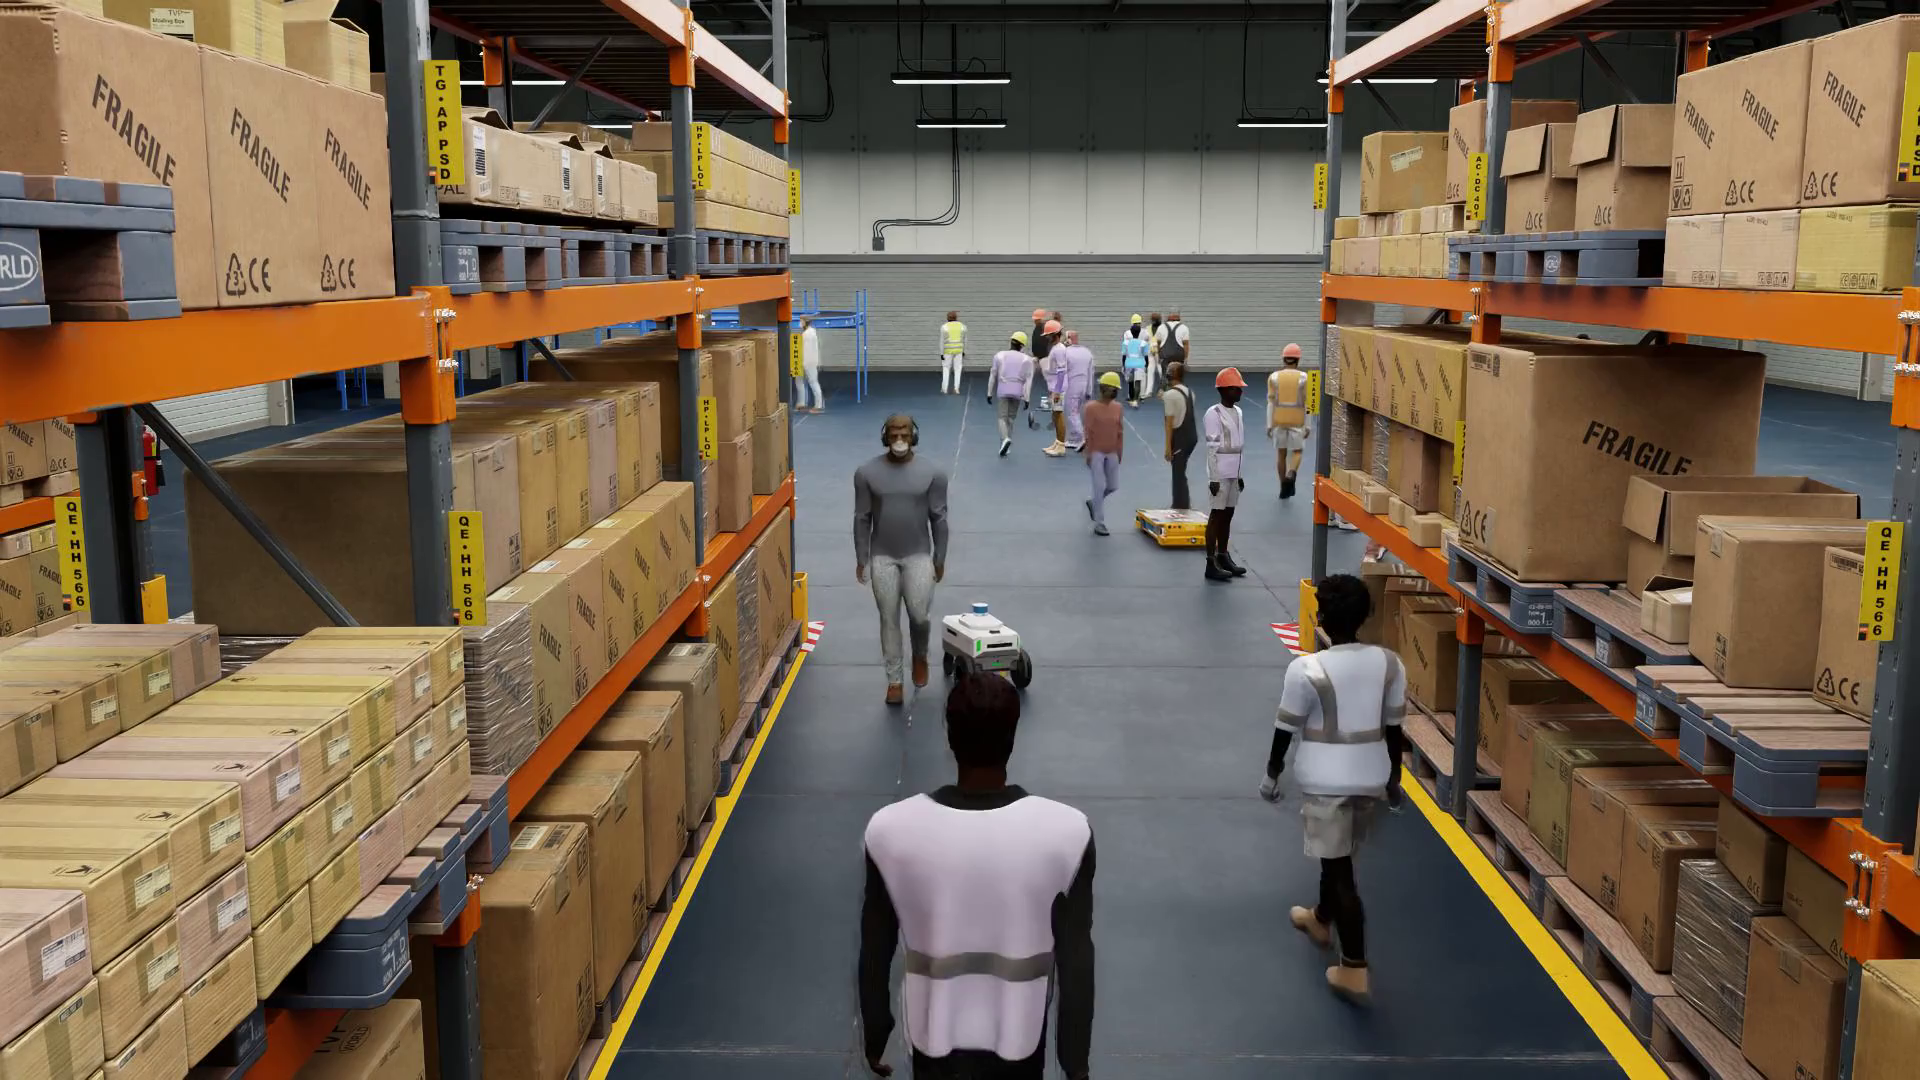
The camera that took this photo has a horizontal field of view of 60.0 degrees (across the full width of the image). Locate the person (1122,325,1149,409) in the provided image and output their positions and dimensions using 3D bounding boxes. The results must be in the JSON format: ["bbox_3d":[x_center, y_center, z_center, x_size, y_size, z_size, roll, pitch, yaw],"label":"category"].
[{"bbox_3d":[3.497,-3.460,33.213,0.537,1.658,0.837,3,10,18],"label":"person"}]

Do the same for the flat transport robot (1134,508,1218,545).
[{"bbox_3d":[2.315,-0.154,17.686,0.652,0.197,1.431,-1,9,-6],"label":"flat transport robot"}]

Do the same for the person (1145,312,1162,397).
[{"bbox_3d":[4.257,-4.015,35.999,0.634,1.839,0.429,7,12,35],"label":"person"}]

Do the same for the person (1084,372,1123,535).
[{"bbox_3d":[1.526,-0.952,17.975,0.515,1.739,0.585,-5,11,-29],"label":"person"}]

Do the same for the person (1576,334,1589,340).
[{"bbox_3d":[10.558,-2.661,28.315,0.536,1.696,0.318,1,10,8],"label":"person"}]

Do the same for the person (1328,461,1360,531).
[{"bbox_3d":[4.181,-0.930,18.122,0.311,1.636,0.523,-4,10,-24],"label":"person"}]

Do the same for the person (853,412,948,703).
[{"bbox_3d":[-0.394,0.110,11.016,0.625,1.927,0.474,1,10,5],"label":"person"}]

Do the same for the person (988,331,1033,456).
[{"bbox_3d":[0.757,-2.172,24.853,0.666,1.870,0.703,0,9,-1],"label":"person"}]

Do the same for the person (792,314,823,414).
[{"bbox_3d":[-2.999,-3.387,32.025,0.779,1.913,0.646,-2,10,-14],"label":"person"}]

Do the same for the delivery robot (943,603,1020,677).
[{"bbox_3d":[0.141,0.682,11.533,0.477,0.478,0.707,-3,10,-21],"label":"delivery robot"}]

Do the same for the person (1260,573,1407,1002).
[{"bbox_3d":[1.479,0.953,6.723,0.551,1.665,0.732,-4,10,-22],"label":"person"}]

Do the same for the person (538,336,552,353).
[{"bbox_3d":[-10.983,-5.222,43.840,0.264,1.632,0.507,8,13,41],"label":"person"}]

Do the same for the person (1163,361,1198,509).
[{"bbox_3d":[2.375,-1.055,18.385,0.617,1.817,0.507,7,12,37],"label":"person"}]

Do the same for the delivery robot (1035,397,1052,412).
[{"bbox_3d":[1.482,-2.397,29.215,0.335,0.223,0.698,-1,10,-4],"label":"delivery robot"}]

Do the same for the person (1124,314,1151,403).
[{"bbox_3d":[3.657,-3.769,34.531,0.590,1.837,0.404,-2,10,-13],"label":"person"}]

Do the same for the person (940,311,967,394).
[{"bbox_3d":[-0.156,-4.153,36.845,0.645,1.833,0.484,-2,10,-14],"label":"person"}]

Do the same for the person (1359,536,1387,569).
[{"bbox_3d":[4.000,-0.678,15.967,0.657,1.856,1.024,6,11,31],"label":"person"}]

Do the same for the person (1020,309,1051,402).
[{"bbox_3d":[1.603,-3.828,34.615,1.021,1.929,0.611,-4,10,-22],"label":"person"}]

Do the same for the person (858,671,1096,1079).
[{"bbox_3d":[0.037,1.264,4.305,0.608,1.871,0.992,0,9,1],"label":"person"}]

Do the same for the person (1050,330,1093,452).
[{"bbox_3d":[1.787,-2.310,25.727,0.630,1.870,0.862,-7,12,-37],"label":"person"}]

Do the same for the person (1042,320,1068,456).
[{"bbox_3d":[1.428,-2.287,25.069,0.401,2.033,0.605,0,9,-1],"label":"person"}]

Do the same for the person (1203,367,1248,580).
[{"bbox_3d":[2.463,-0.619,15.352,0.354,1.942,0.545,7,12,36],"label":"person"}]

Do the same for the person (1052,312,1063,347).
[{"bbox_3d":[2.518,-5.092,43.133,0.391,1.658,0.521,4,10,20],"label":"person"}]

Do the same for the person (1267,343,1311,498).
[{"bbox_3d":[4.030,-1.453,20.425,0.546,1.923,0.603,3,10,20],"label":"person"}]

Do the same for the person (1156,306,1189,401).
[{"bbox_3d":[4.363,-3.789,34.171,0.690,2.000,0.800,3,10,16],"label":"person"}]
